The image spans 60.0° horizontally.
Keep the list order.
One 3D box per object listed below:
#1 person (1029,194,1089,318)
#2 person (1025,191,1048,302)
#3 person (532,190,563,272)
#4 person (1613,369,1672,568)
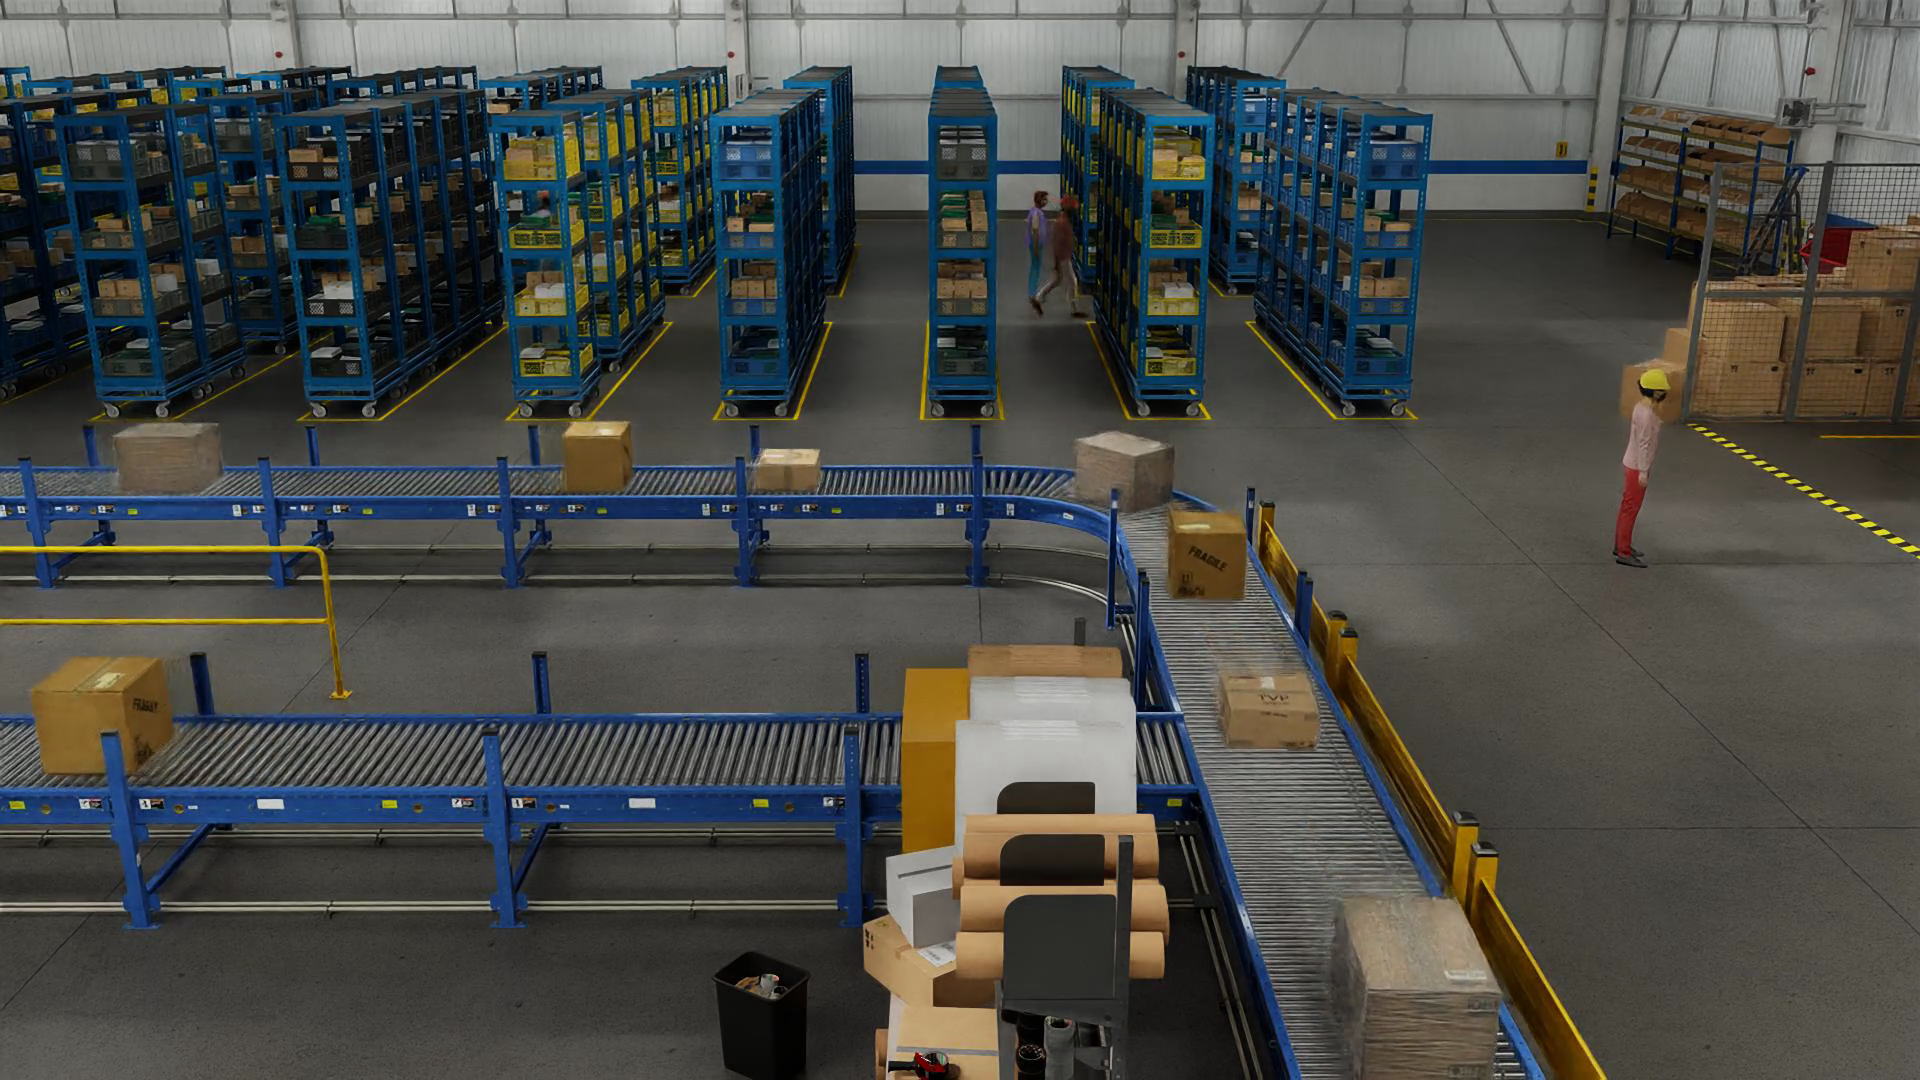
[{"bbox_3d":[1.565,-4.493,26.335,0.935,1.957,0.622,3,18,9],"label":"person"},{"bbox_3d":[1.269,-4.902,27.767,0.376,1.836,0.562,2,18,6],"label":"person"},{"bbox_3d":[-6.499,-4.619,26.582,0.632,2.030,0.407,-2,18,-6],"label":"person"},{"bbox_3d":[6.057,-0.648,14.776,0.315,1.769,0.525,5,19,16],"label":"person"}]
